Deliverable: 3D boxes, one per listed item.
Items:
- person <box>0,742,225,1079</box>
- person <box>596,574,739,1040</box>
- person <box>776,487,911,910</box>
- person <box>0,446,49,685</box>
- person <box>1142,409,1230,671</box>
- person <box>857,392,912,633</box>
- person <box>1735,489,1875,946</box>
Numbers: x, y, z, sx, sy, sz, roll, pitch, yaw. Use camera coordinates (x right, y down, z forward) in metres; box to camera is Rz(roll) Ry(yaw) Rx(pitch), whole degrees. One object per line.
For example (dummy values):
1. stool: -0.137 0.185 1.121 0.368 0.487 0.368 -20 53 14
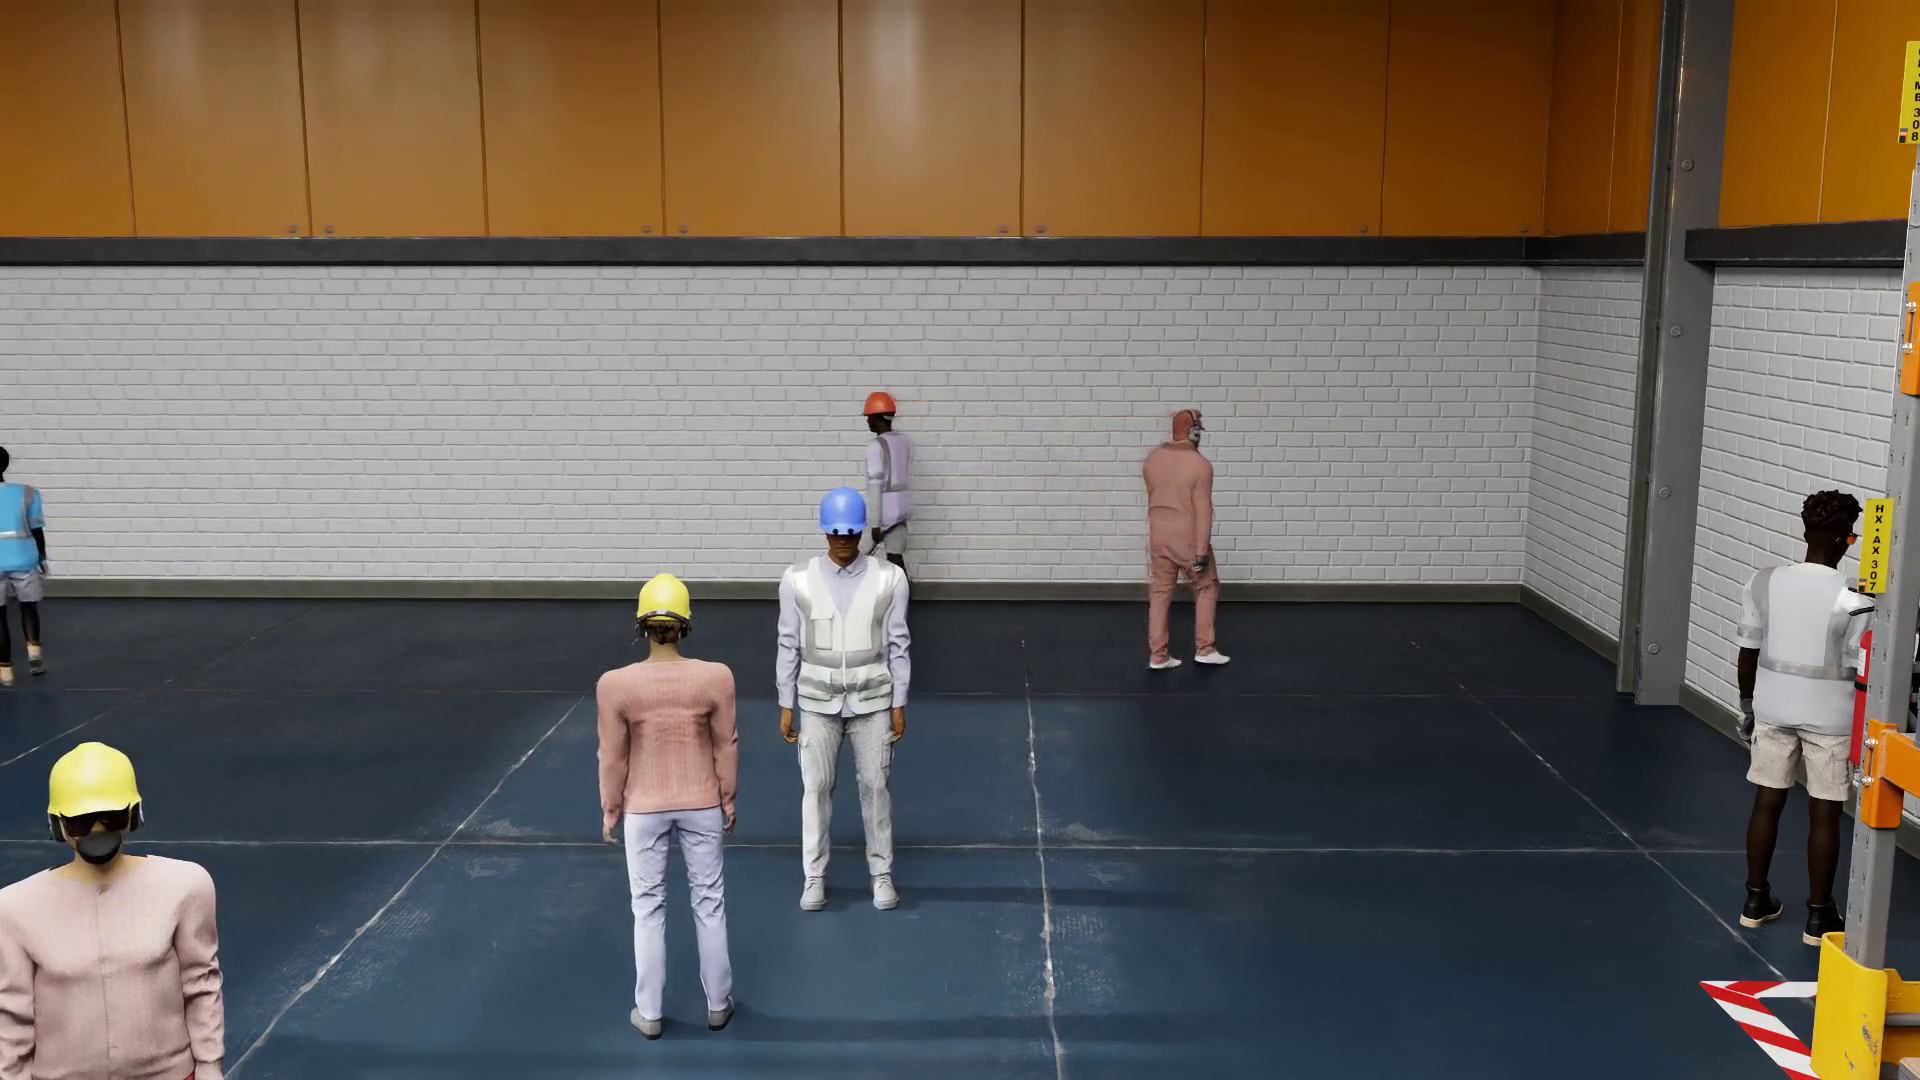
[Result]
1. person: -2.096 1.361 4.134 0.525 1.772 0.306 -6 11 -31
2. person: -1.094 1.004 6.280 0.524 1.769 0.326 -2 10 -13
3. person: -0.526 0.718 7.478 0.607 1.939 0.410 0 9 -2
4. person: -6.603 0.169 11.502 0.543 1.683 0.380 -7 12 -37
5. person: 1.648 -0.001 11.970 0.726 1.885 0.648 -9 13 -43
6. person: -0.684 -0.213 13.132 0.714 1.914 0.558 6 11 33
7. person: 3.663 0.753 7.181 0.362 1.963 0.613 -8 12 -38
